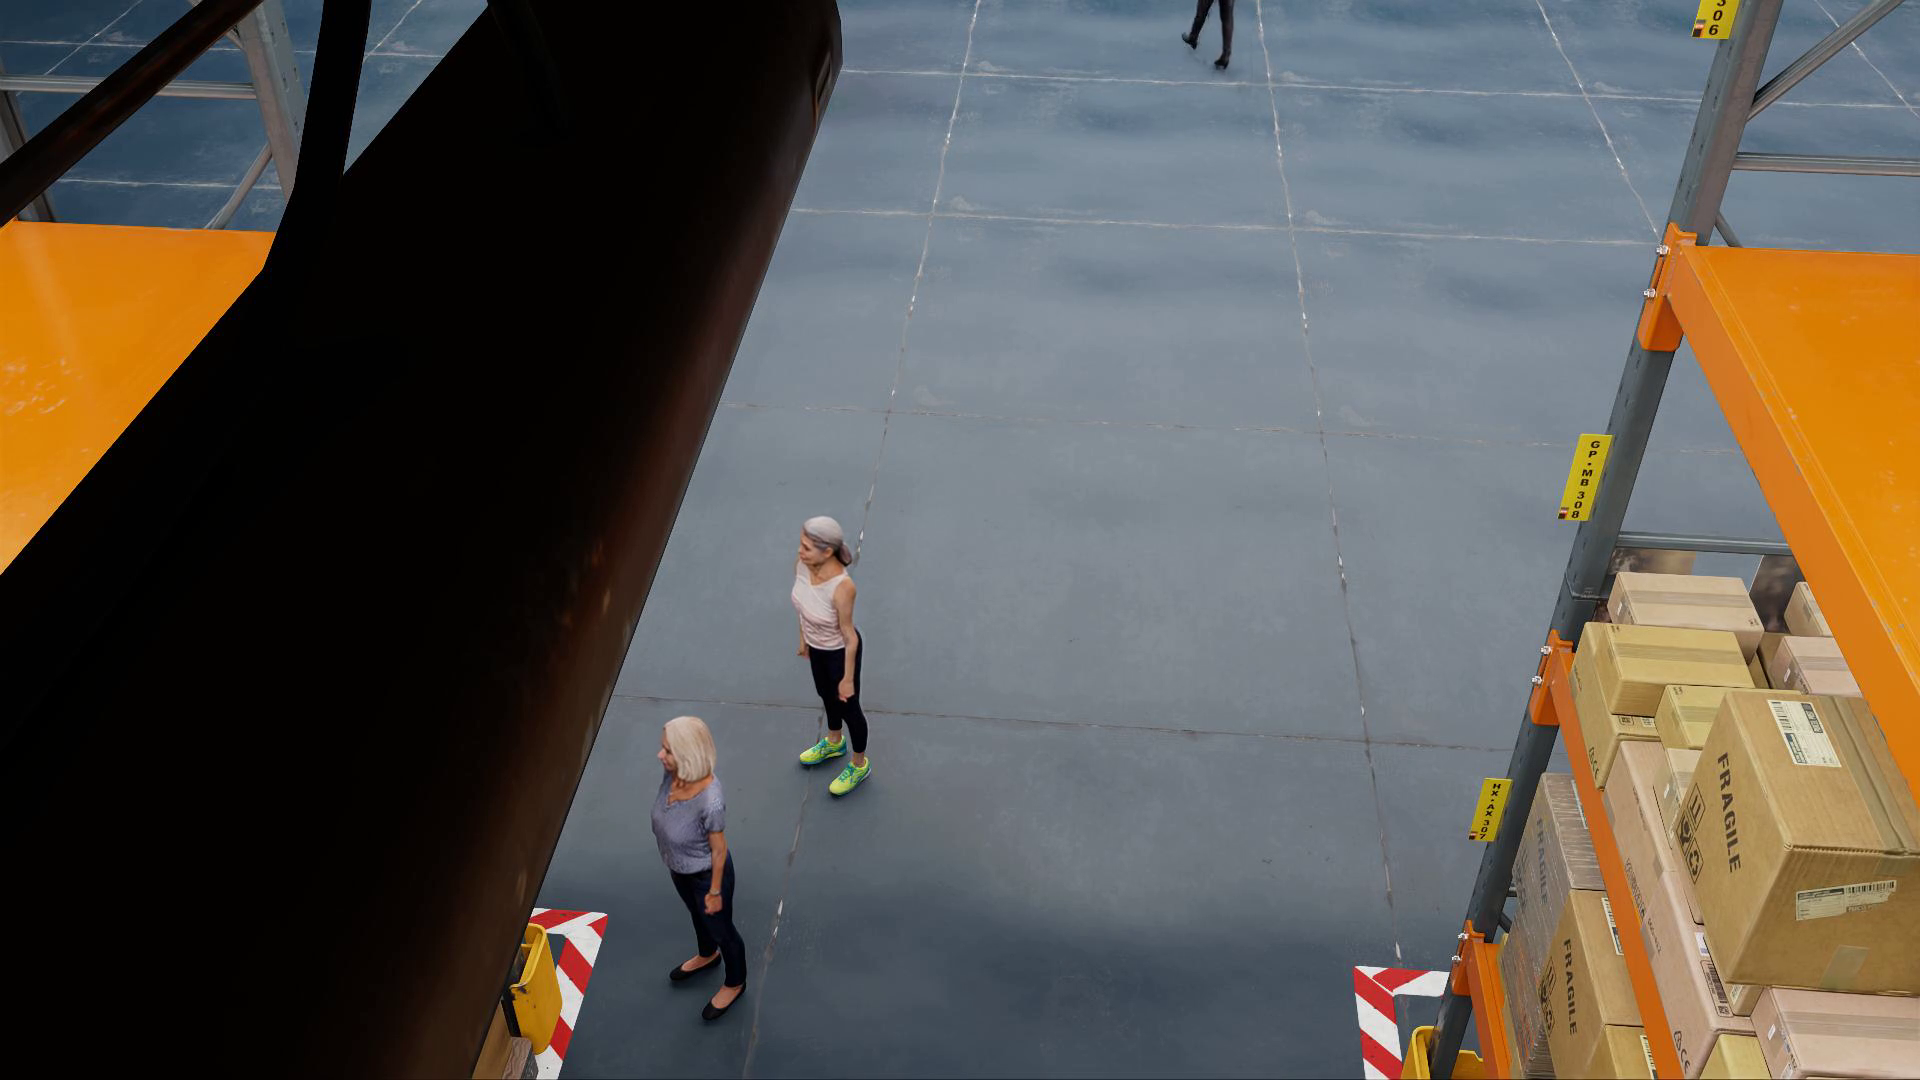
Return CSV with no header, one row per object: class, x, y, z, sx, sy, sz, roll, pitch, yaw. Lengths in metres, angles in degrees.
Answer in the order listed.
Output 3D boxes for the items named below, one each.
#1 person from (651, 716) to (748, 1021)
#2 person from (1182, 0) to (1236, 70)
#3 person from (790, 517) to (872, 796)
person,-1.139,1.412,7.295,0.708,1.723,0.643,-26,45,-29
person,2.544,-5.309,16.021,0.889,1.555,1.066,-16,41,-19
person,-0.637,0.564,8.396,0.746,1.700,0.676,-25,44,-28
